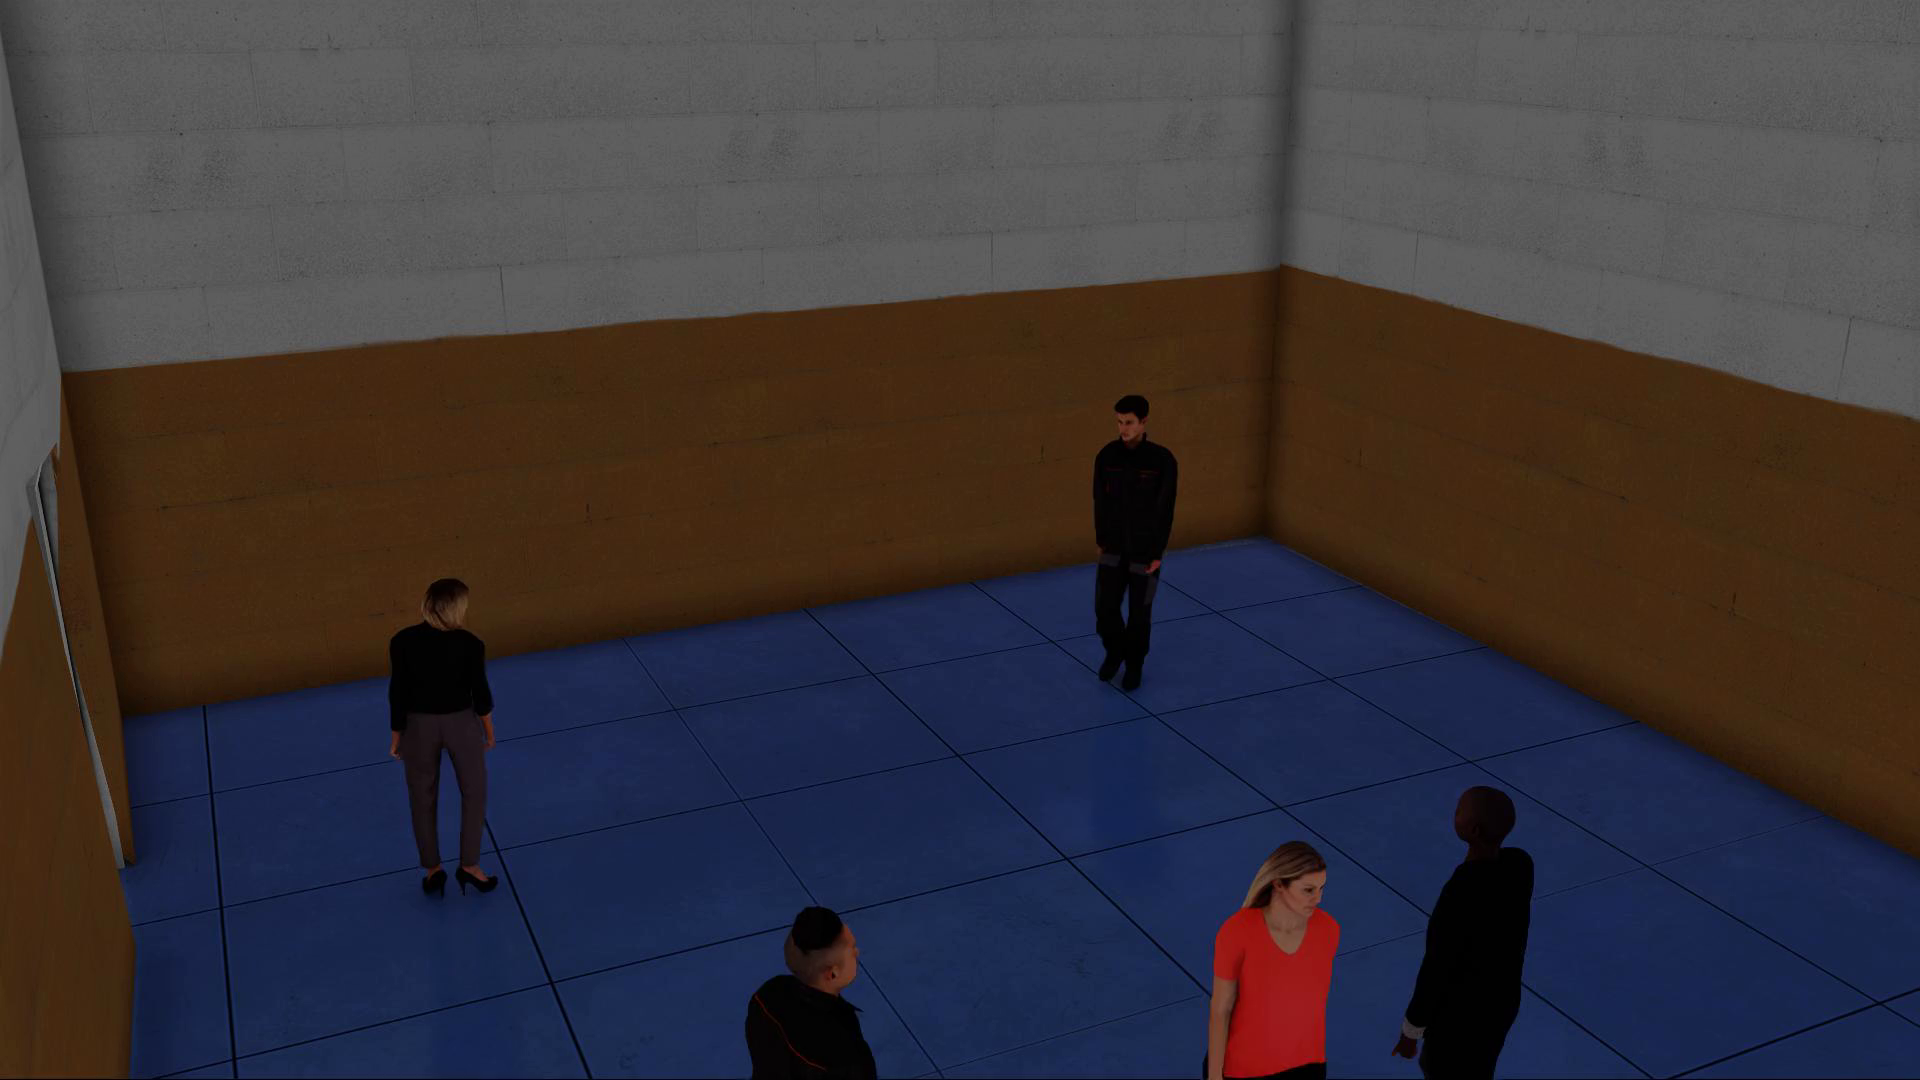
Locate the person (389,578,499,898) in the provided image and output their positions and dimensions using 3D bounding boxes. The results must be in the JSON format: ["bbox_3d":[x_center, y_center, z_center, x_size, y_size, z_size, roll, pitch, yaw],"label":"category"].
[{"bbox_3d":[-2.499,1.009,8.041,0.541,1.590,0.754,-7,20,-20],"label":"person"}]

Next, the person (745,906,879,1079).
[{"bbox_3d":[-0.495,1.911,4.945,1.069,1.836,0.876,-13,23,-34],"label":"person"}]

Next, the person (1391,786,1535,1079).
[{"bbox_3d":[1.848,1.688,5.775,0.744,1.750,0.832,-17,25,-41],"label":"person"}]

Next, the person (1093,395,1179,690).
[{"bbox_3d":[1.128,-0.004,10.523,0.828,1.924,0.886,7,20,21],"label":"person"}]

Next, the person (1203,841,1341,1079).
[{"bbox_3d":[1.011,1.760,5.722,1.195,1.649,0.963,-1,19,-2],"label":"person"}]
